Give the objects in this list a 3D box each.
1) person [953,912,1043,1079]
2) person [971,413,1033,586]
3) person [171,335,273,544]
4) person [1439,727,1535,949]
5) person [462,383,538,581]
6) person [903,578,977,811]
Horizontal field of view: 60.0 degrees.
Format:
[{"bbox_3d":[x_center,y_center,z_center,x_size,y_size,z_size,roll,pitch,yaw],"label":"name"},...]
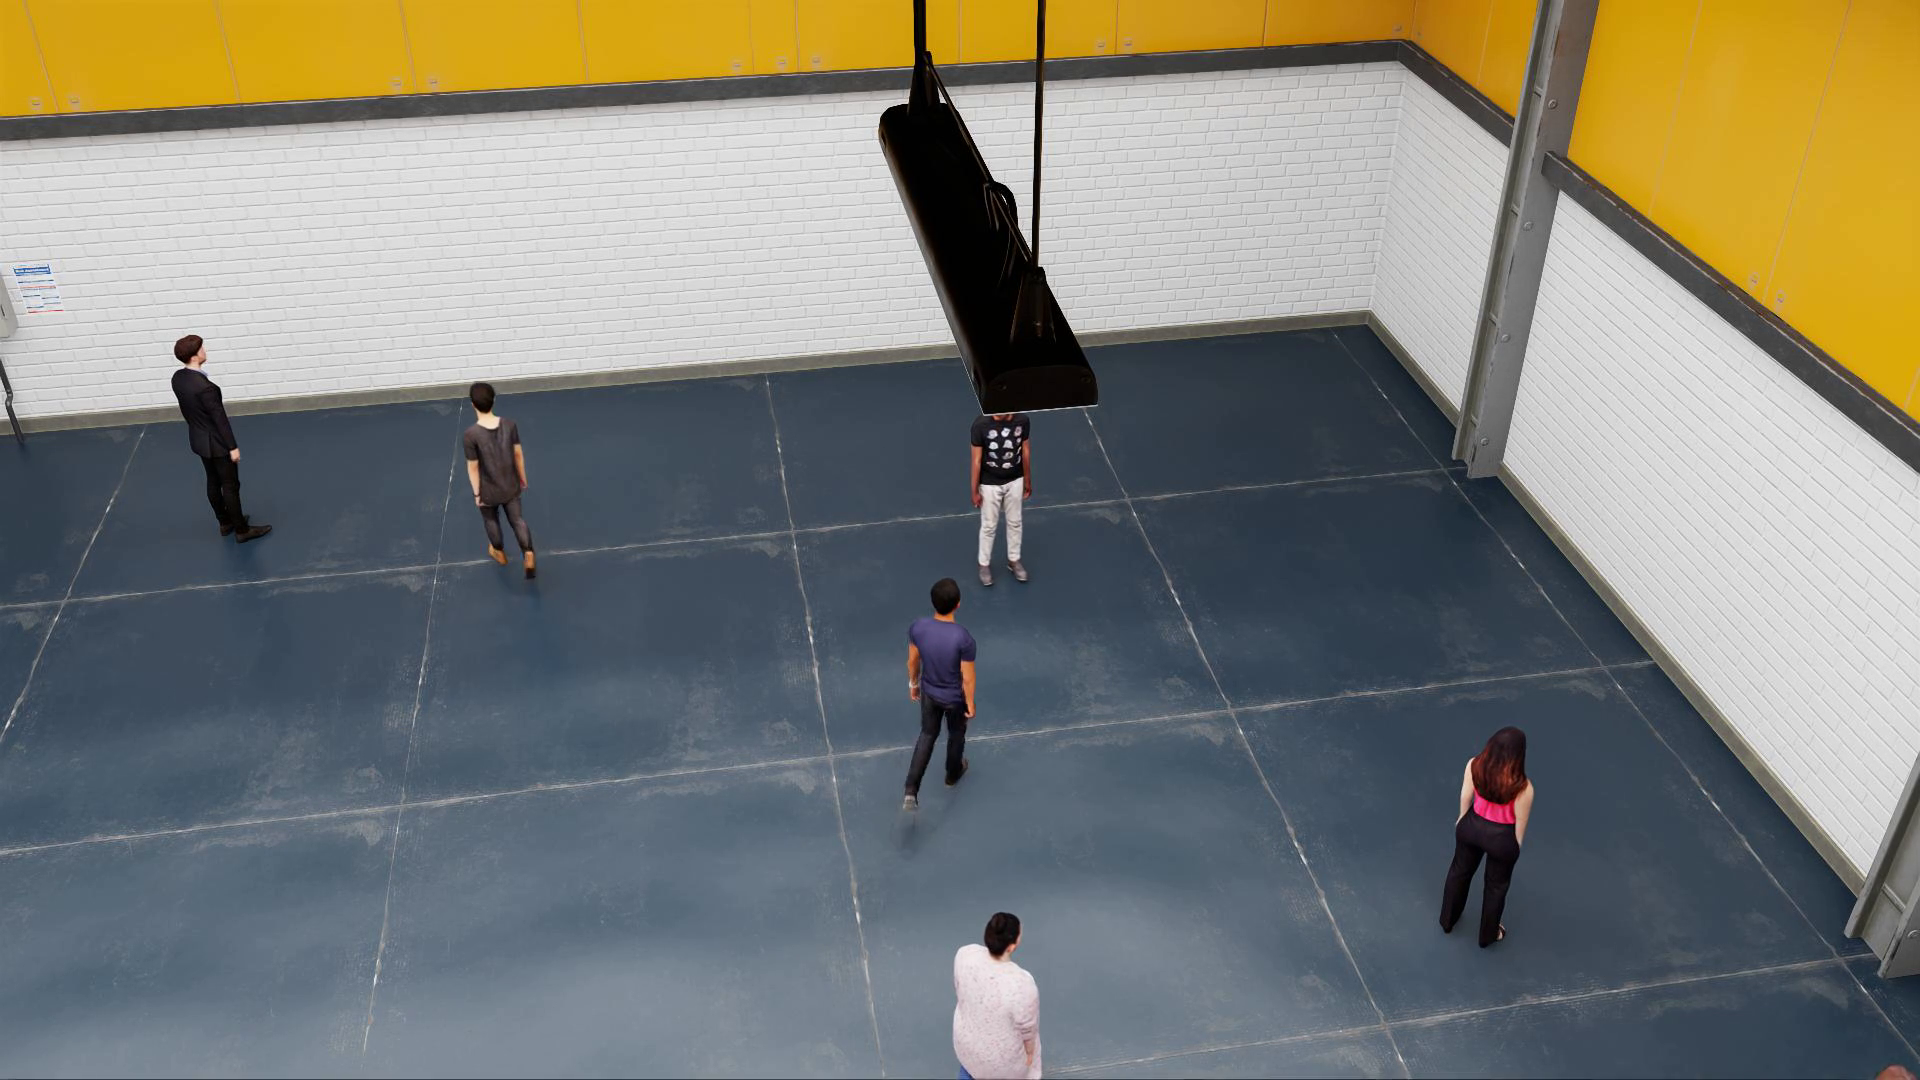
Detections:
[{"bbox_3d":[0.170,2.615,8.821,0.781,1.743,0.855,25,41,33],"label":"person"},{"bbox_3d":[0.330,-0.476,13.418,0.686,1.801,0.635,-9,35,-14],"label":"person"},{"bbox_3d":[-6.245,-0.843,13.889,0.781,1.893,0.841,21,39,29],"label":"person"},{"bbox_3d":[3.230,1.796,10.129,0.645,1.658,0.722,25,41,32],"label":"person"},{"bbox_3d":[-3.718,-0.430,13.450,0.868,1.689,1.102,-19,38,-26],"label":"person"},{"bbox_3d":[-0.149,1.074,11.114,0.965,1.772,1.115,13,36,19],"label":"person"}]
